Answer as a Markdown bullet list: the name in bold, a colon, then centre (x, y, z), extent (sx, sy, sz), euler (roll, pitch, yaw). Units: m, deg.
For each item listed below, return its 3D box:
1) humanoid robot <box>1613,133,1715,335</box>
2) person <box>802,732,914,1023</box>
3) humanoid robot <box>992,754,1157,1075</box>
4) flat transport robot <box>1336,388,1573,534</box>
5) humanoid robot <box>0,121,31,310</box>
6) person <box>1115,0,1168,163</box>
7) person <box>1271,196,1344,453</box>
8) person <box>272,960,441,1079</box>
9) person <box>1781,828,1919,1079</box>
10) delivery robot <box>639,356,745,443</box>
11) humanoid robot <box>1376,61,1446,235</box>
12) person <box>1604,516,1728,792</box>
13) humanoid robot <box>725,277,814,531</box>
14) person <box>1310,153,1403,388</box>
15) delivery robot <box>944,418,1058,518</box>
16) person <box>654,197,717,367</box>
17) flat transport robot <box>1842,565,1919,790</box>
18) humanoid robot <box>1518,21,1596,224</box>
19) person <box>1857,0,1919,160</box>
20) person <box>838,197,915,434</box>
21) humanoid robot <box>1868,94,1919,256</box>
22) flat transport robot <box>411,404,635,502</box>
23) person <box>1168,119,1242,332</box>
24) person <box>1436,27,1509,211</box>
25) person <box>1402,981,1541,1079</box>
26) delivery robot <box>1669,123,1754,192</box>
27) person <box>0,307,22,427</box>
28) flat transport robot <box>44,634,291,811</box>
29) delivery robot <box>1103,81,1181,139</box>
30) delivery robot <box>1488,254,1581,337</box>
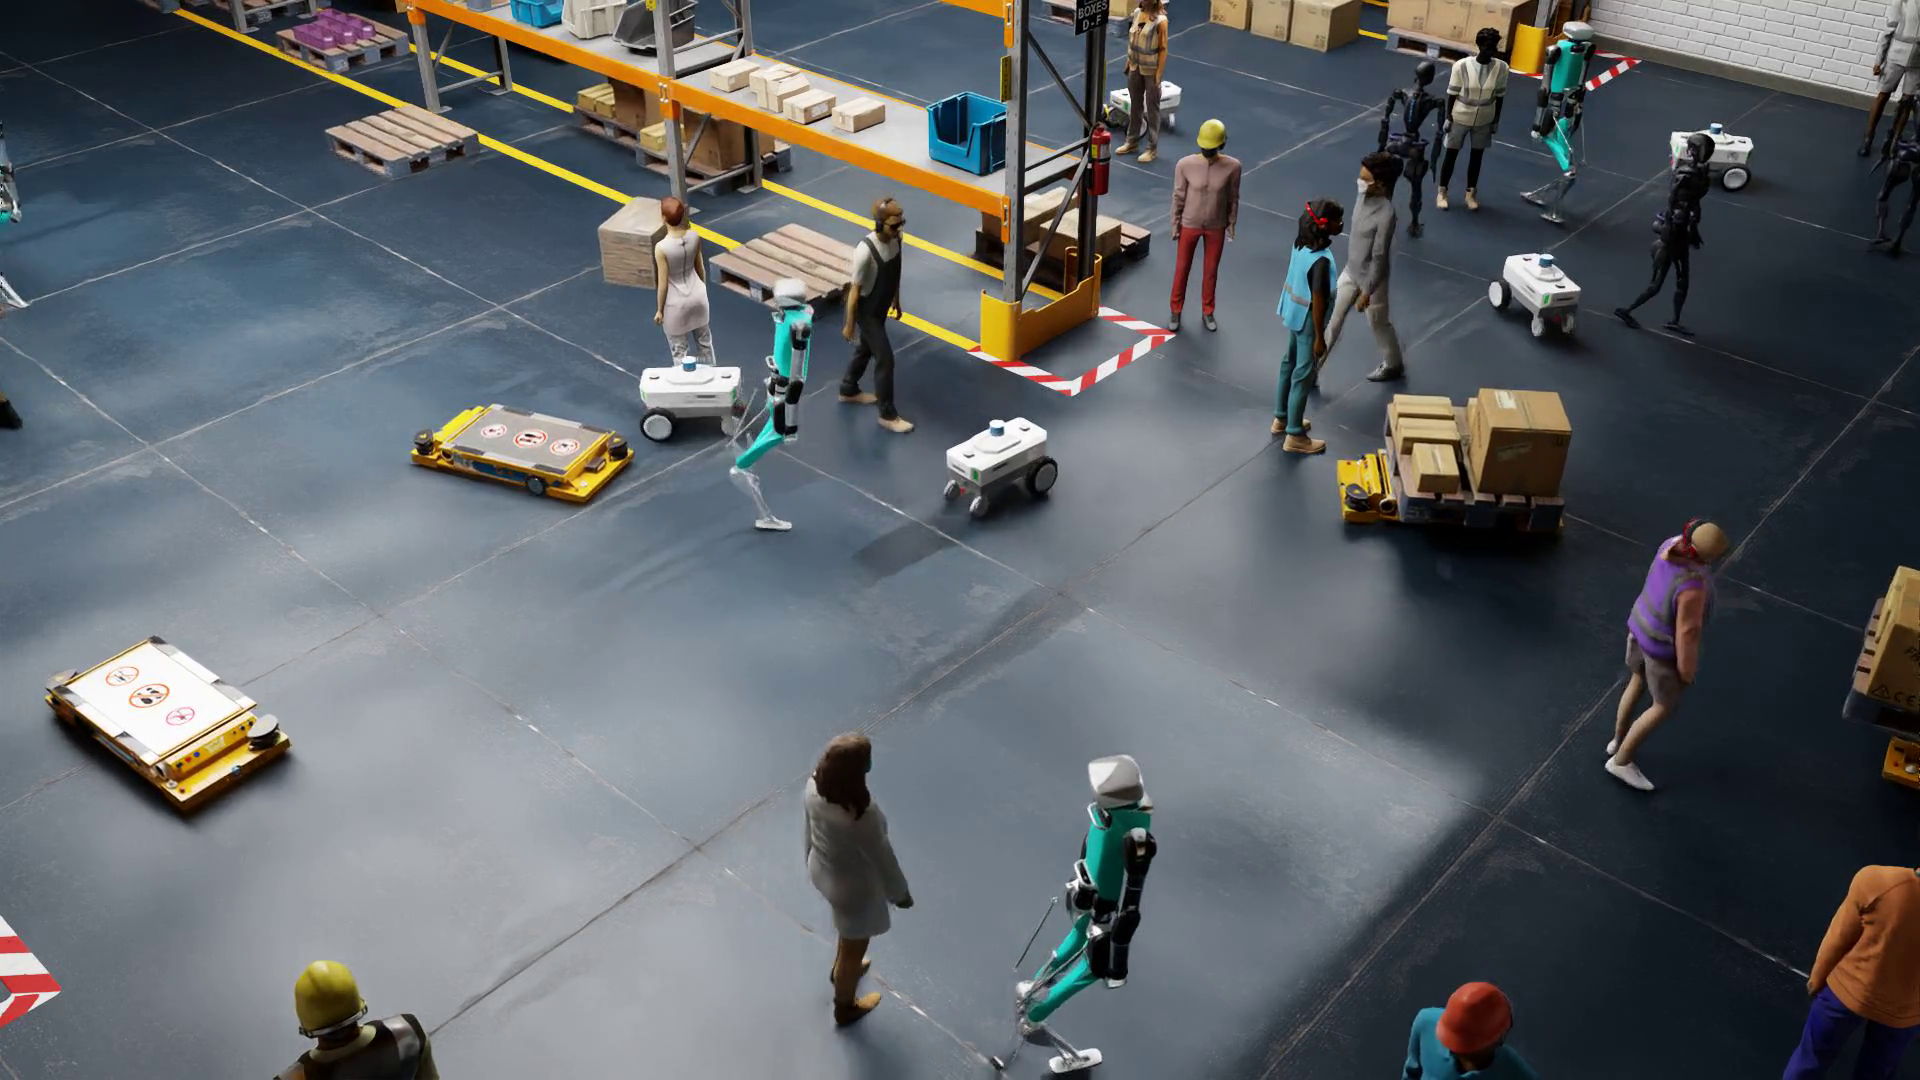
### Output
- **humanoid robot**: centre (5.622, -2.391, 13.049), extent (0.610, 1.643, 0.603), euler (-29, 44, -35)
- **person**: centre (-0.445, 1.501, 7.414), extent (0.448, 1.647, 0.501), euler (-22, 40, -28)
- **humanoid robot**: centre (0.411, 1.737, 7.101), extent (0.760, 1.899, 0.545), euler (-8, 35, -11)
- **flat transport robot**: centre (3.313, -0.333, 11.293), extent (1.431, 0.231, 0.659), euler (4, 35, 5)
- **humanoid robot**: centre (-8.030, -2.722, 13.510), extent (0.886, 1.825, 0.552), euler (19, 39, 25)
- **person**: centre (1.779, -4.540, 16.064), extent (0.318, 1.772, 0.461), euler (-26, 43, -33)
- **person**: centre (2.412, -1.496, 11.569), extent (0.389, 1.870, 0.527), euler (-4, 35, -6)
- **person**: centre (-2.197, 2.244, 6.195), extent (0.594, 1.826, 0.403), euler (-25, 42, -32)
- **person**: centre (3.705, 1.810, 6.694), extent (0.515, 1.974, 0.407), euler (17, 38, 23)
- **delivery robot**: centre (-1.963, -1.040, 12.079), extent (0.811, 0.610, 0.499), euler (-1, 35, -1)
- **humanoid robot**: centre (3.895, -3.381, 14.489), extent (0.603, 1.634, 0.716), euler (19, 39, 26)
- **person**: centre (3.700, 0.564, 8.777), extent (0.359, 1.667, 0.582), euler (-1, 35, -2)
- **humanoid robot**: centre (-1.276, -0.804, 10.728), extent (0.731, 1.819, 0.550), euler (-8, 35, -11)
- **person**: centre (2.963, -1.957, 12.257), extent (0.999, 1.844, 0.544), euler (-12, 36, -16)
- **delivery robot**: centre (0.253, -0.545, 11.334), extent (0.766, 0.579, 0.499), euler (-27, 43, -33)
- **person**: centre (-2.011, -1.702, 12.047), extent (0.283, 1.661, 0.451), euler (29, 44, 35)
- **flat transport robot**: centre (5.671, 0.992, 9.373), extent (0.659, 0.231, 1.431), euler (19, 39, 26)
- **humanoid robot**: centre (5.462, -3.675, 14.857), extent (0.575, 1.773, 0.894), euler (-16, 38, -22)
- **person**: centre (9.156, -4.637, 16.073), extent (0.548, 1.927, 0.389), euler (14, 37, 19)
- **person**: centre (-0.638, -1.634, 11.858), extent (0.719, 1.786, 0.540), euler (16, 38, 22)
- **humanoid robot**: centre (8.214, -3.269, 14.302), extent (0.615, 1.645, 0.353), euler (8, 35, 12)
- **flat transport robot**: centre (-3.087, -0.634, 11.729), extent (1.431, 0.231, 0.659), euler (13, 37, 18)
- **person**: centre (1.918, -2.462, 13.064), extent (0.525, 1.761, 0.333), euler (1, 35, 1)
- **person**: centre (4.645, -3.813, 15.084), extent (0.531, 1.693, 0.319), euler (1, 35, 2)
- **person**: centre (1.834, 2.288, 6.226), extent (0.887, 1.702, 0.572), euler (-29, 44, -35)
- **delivery robot**: centre (7.185, -3.670, 15.887), extent (0.779, 0.608, 0.522), euler (7, 35, 10)
- **person**: centre (-7.230, -1.690, 11.839), extent (0.750, 1.879, 0.555), euler (7, 35, 10)
- **flat transport robot**: centre (-4.489, 0.989, 9.377), extent (1.431, 0.231, 0.659), euler (24, 41, 30)
- **delivery robot**: centre (1.864, -4.431, 16.985), extent (0.774, 0.603, 0.504), euler (-17, 38, -23)
- **delivery robot**: centre (4.697, -2.037, 13.518), extent (0.499, 0.605, 0.788), euler (-8, 35, -11)
